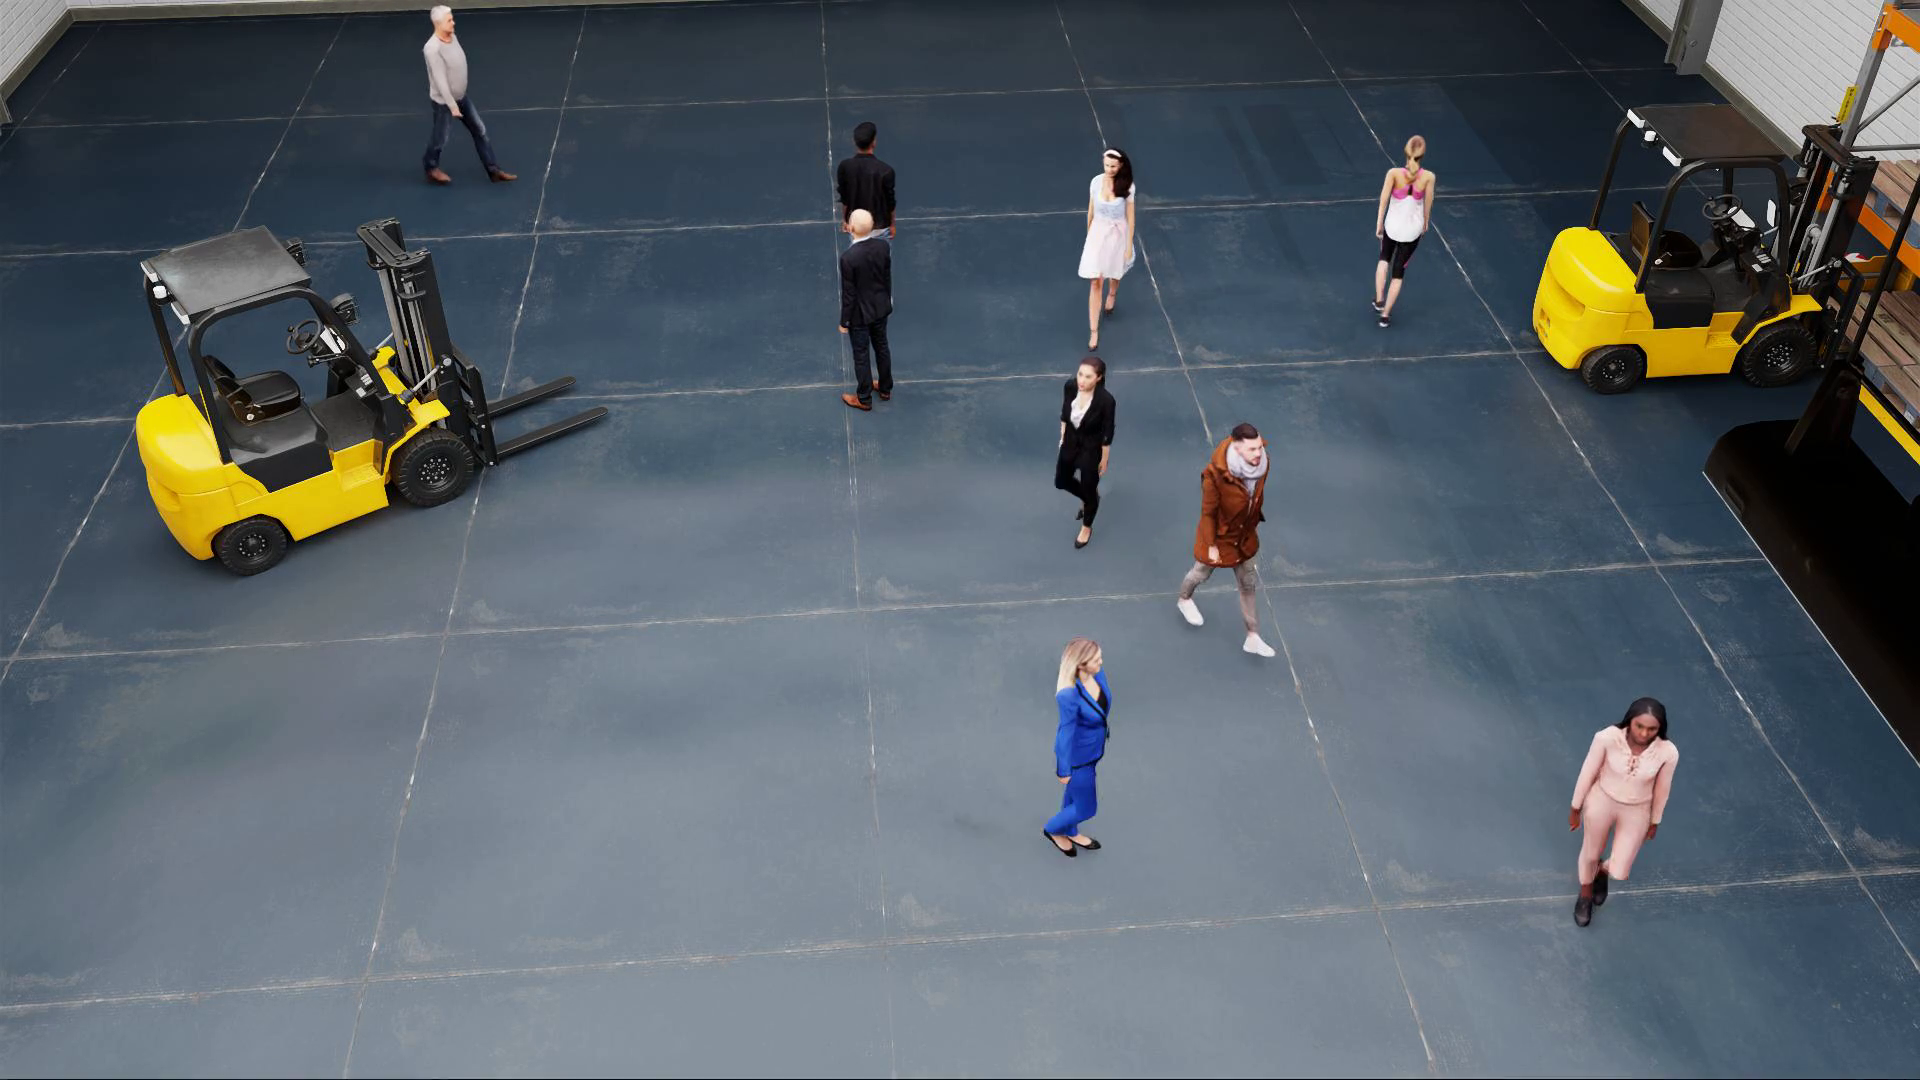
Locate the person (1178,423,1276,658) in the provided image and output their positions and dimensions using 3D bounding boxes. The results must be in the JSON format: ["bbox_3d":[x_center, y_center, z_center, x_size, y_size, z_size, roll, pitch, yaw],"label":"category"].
[{"bbox_3d":[1.764,-0.063,11.406,0.990,1.787,1.223,-19,42,-22],"label":"person"}]

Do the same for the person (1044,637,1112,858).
[{"bbox_3d":[0.624,1.228,9.864,0.798,1.693,0.671,15,41,17],"label":"person"}]

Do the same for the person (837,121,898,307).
[{"bbox_3d":[-0.819,-2.858,14.889,0.772,1.807,0.738,11,40,14],"label":"person"}]

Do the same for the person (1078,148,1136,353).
[{"bbox_3d":[1.335,-2.624,14.633,0.888,1.760,1.243,9,40,12],"label":"person"}]

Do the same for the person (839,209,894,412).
[{"bbox_3d":[-0.768,-1.893,13.687,0.762,1.800,0.787,-28,47,-31],"label":"person"}]

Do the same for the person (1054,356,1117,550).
[{"bbox_3d":[0.968,-0.693,12.307,0.778,1.646,0.838,26,45,29],"label":"person"}]

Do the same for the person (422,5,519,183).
[{"bbox_3d":[-5.241,-4.448,16.837,1.100,1.861,1.277,10,40,13],"label":"person"}]

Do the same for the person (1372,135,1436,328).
[{"bbox_3d":[3.905,-2.682,14.699,0.735,1.769,0.796,10,40,13],"label":"person"}]

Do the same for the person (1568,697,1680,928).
[{"bbox_3d":[3.758,1.499,9.509,0.775,1.713,0.811,14,41,17],"label":"person"}]
